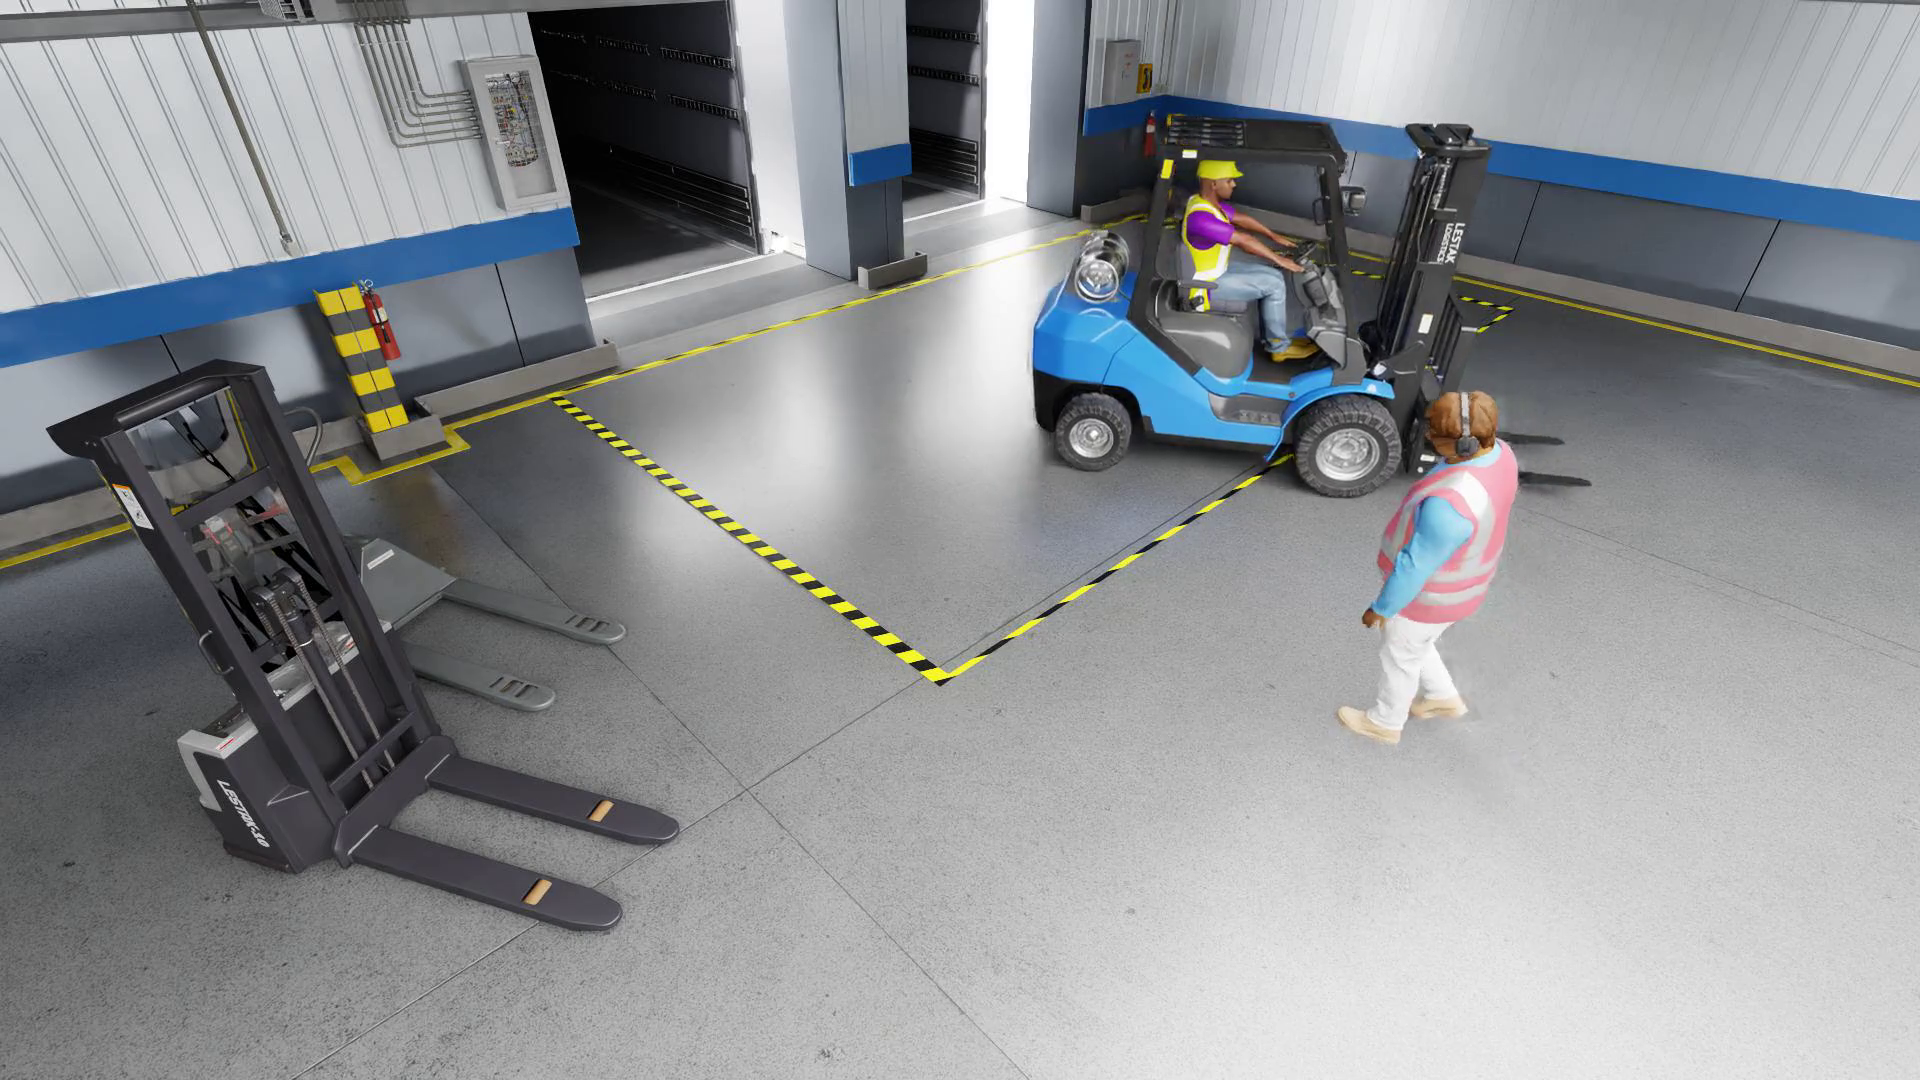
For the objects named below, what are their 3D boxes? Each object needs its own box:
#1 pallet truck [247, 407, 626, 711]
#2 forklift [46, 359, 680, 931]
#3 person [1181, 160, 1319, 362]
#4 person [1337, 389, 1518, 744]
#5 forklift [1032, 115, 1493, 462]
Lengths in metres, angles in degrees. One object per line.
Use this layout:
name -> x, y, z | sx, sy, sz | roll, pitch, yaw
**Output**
pallet truck -> -2.628, 0.038, 4.590 | 1.601, 1.201, 0.680 | 12, 36, 18
forklift -> -2.135, 0.422, 3.354 | 1.885, 1.965, 0.823 | 10, 35, 14
person -> 1.943, -1.833, 6.021 | 1.004, 1.294, 0.635 | 8, 35, 11
person -> 1.987, 0.221, 3.822 | 0.532, 1.810, 0.654 | 24, 41, 31
forklift -> 1.887, -1.690, 6.144 | 2.680, 2.036, 1.157 | 8, 35, 11
